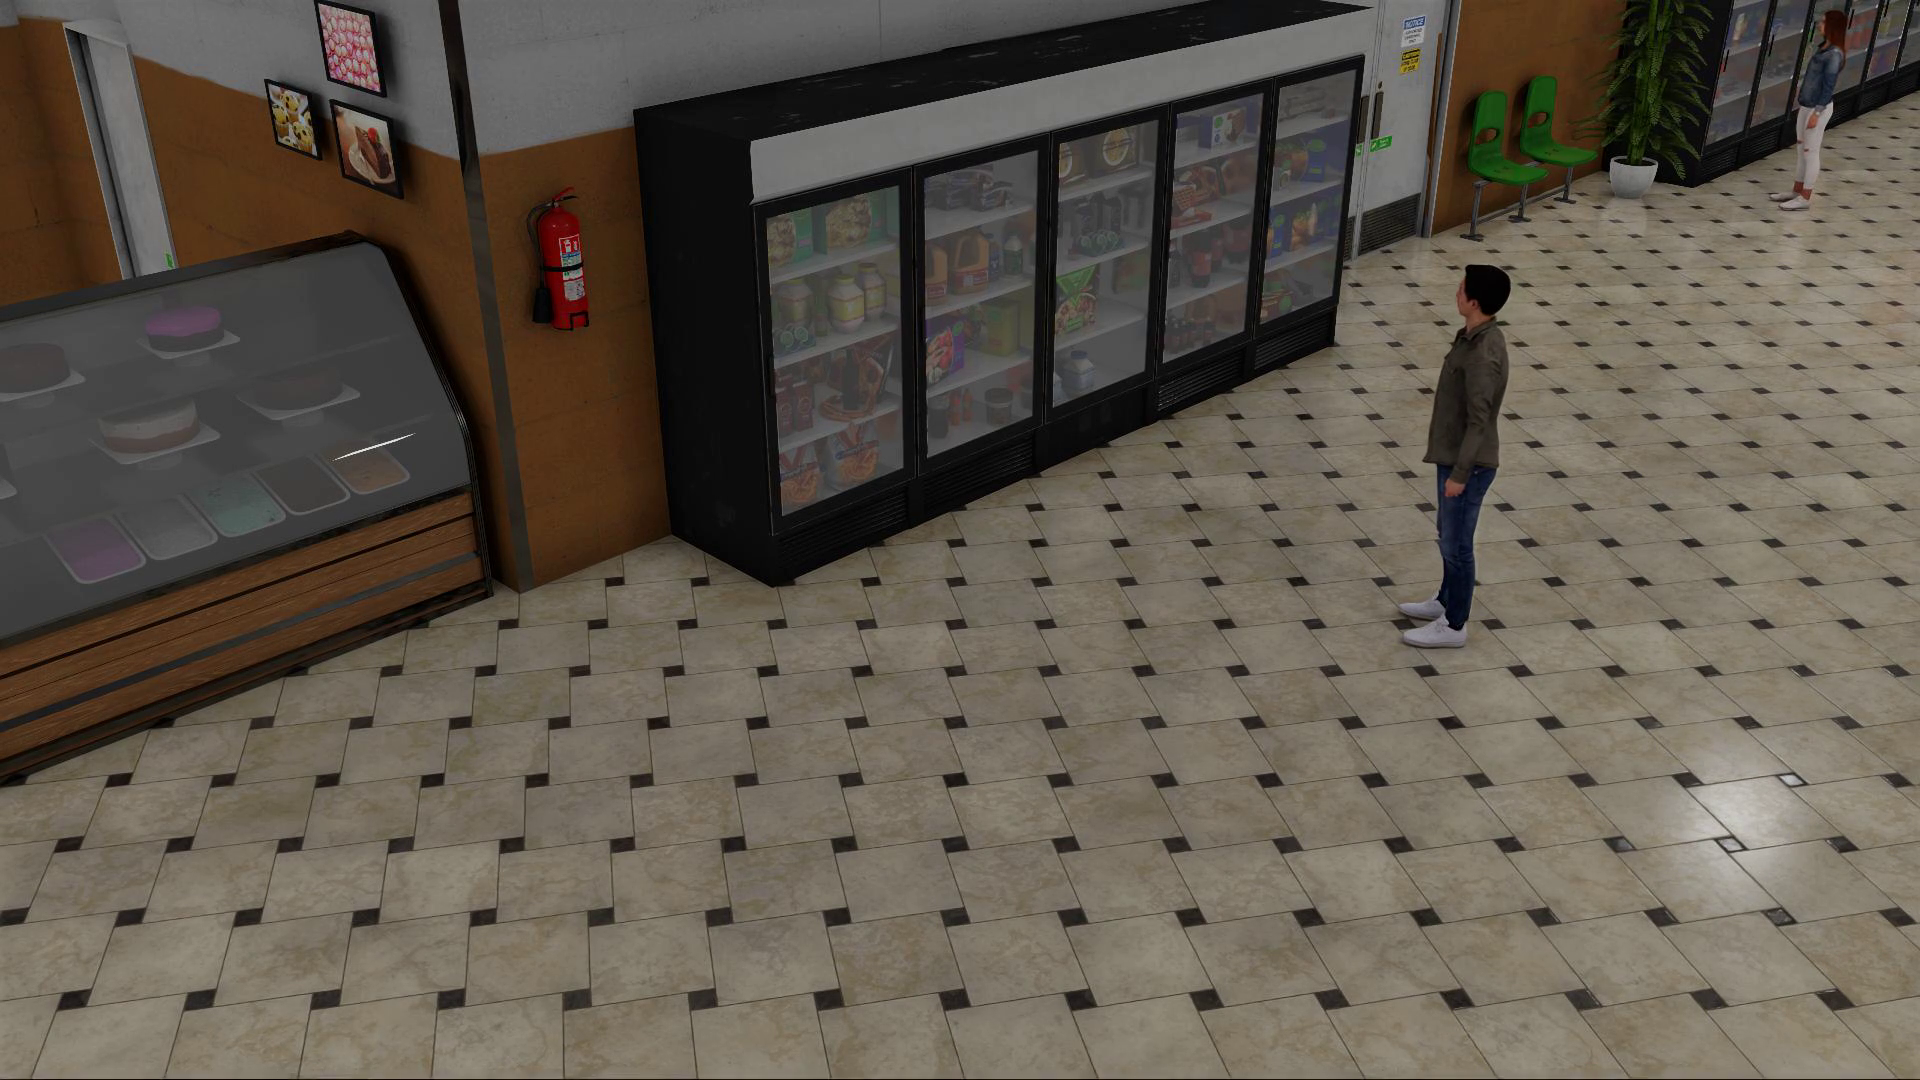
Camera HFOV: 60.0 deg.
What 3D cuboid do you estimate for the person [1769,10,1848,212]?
[{"bbox_3d":[7.499,-3.756,14.553,0.714,1.703,0.689,4,27,8],"label":"person"}]

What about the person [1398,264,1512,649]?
[{"bbox_3d":[2.343,-0.372,7.698,0.790,1.867,0.787,5,27,10],"label":"person"}]
